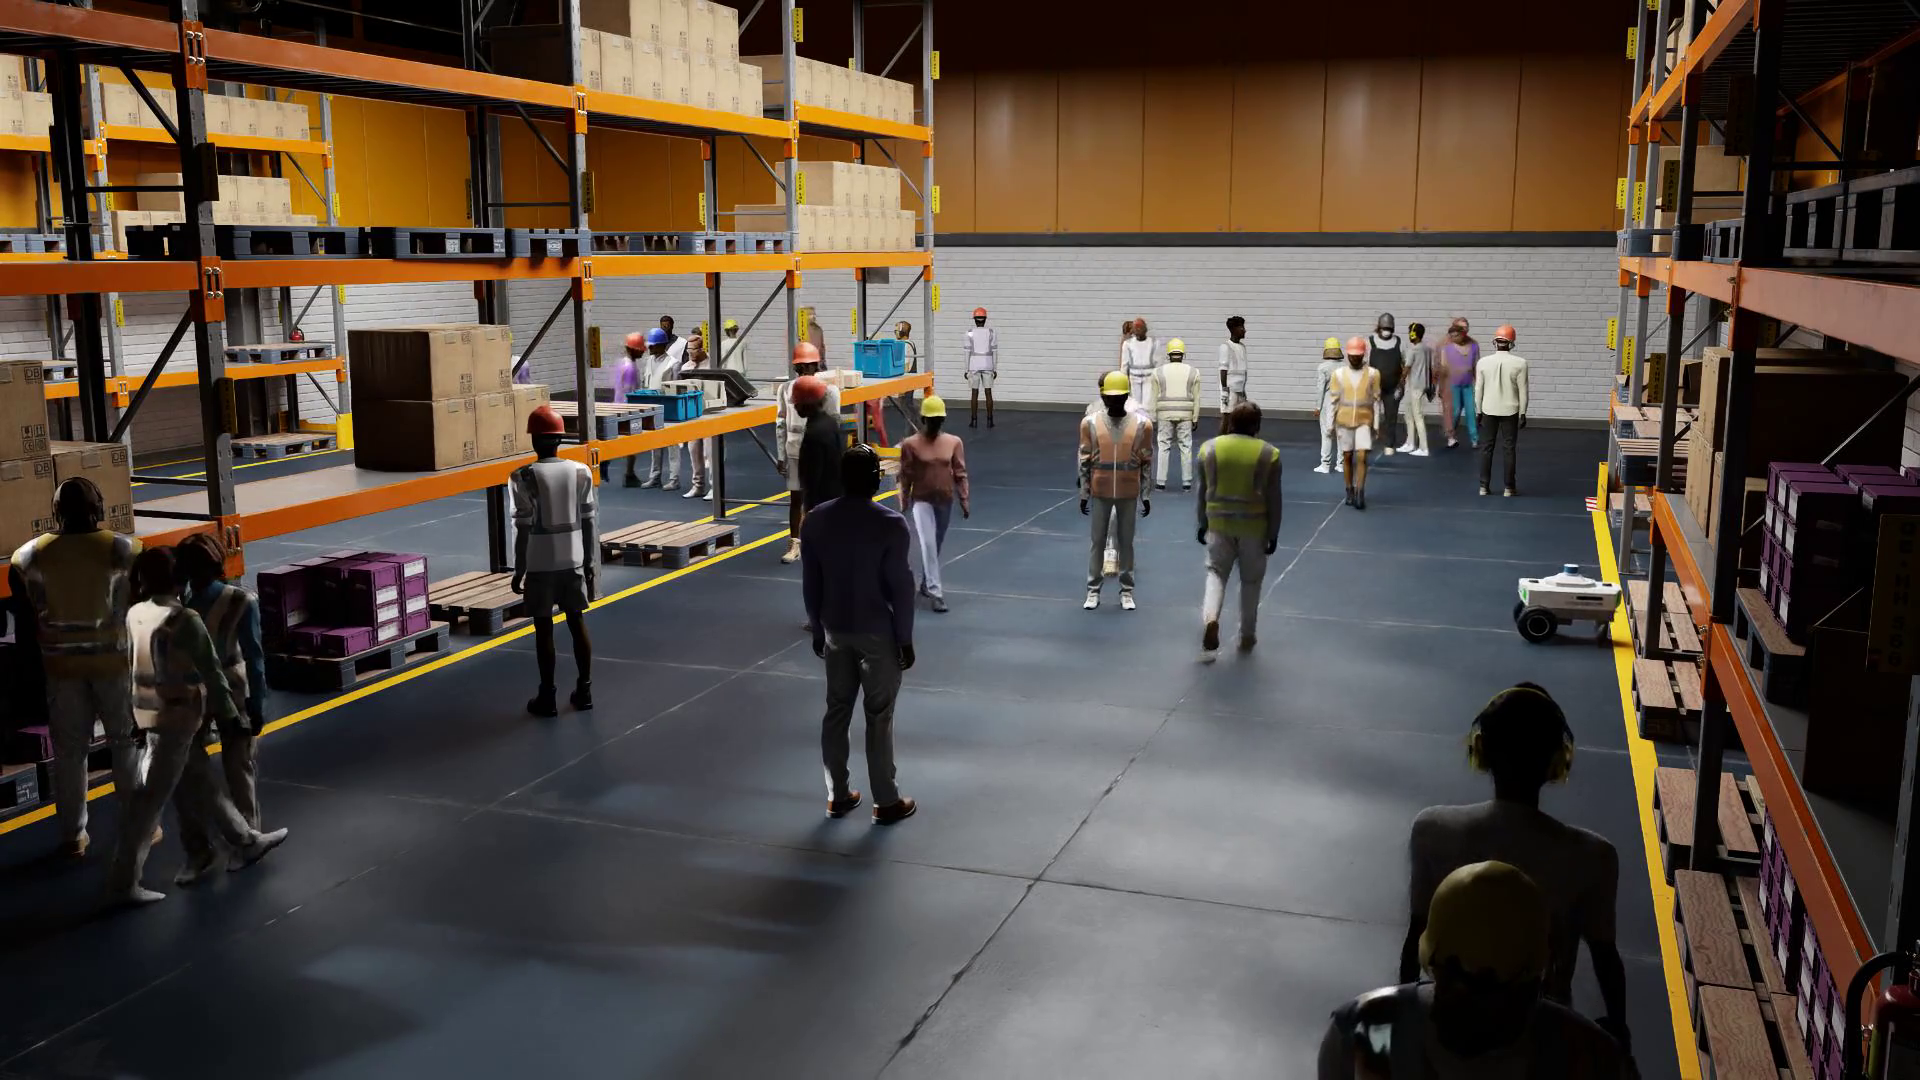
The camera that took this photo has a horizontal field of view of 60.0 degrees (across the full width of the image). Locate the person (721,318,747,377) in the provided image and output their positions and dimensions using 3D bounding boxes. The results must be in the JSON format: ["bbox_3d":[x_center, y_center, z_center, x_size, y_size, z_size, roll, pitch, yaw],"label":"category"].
[{"bbox_3d":[-3.619,-2.648,26.513,0.528,1.767,0.325,-10,14,-43],"label":"person"}]

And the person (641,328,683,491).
[{"bbox_3d":[-3.569,-1.558,19.876,0.602,1.941,0.402,6,12,31],"label":"person"}]

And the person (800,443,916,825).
[{"bbox_3d":[-0.502,0.475,8.431,0.627,1.940,0.372,5,11,26],"label":"person"}]

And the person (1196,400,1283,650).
[{"bbox_3d":[1.986,-0.083,11.888,0.637,1.828,0.672,4,11,20],"label":"person"}]

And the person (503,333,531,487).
[{"bbox_3d":[-5.425,-1.564,19.950,0.591,1.926,0.387,3,11,18],"label":"person"}]

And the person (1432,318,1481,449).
[{"bbox_3d":[7.169,-2.247,23.937,0.679,1.871,0.937,0,10,-1],"label":"person"}]

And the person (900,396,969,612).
[{"bbox_3d":[-0.212,-0.320,13.520,0.538,1.718,0.902,-4,11,-19],"label":"person"}]

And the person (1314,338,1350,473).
[{"bbox_3d":[4.790,-1.734,21.447,0.483,1.736,0.311,-3,11,-19],"label":"person"}]

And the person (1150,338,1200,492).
[{"bbox_3d":[2.550,-1.473,19.746,0.590,1.823,0.404,0,10,2],"label":"person"}]

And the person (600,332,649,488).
[{"bbox_3d":[-4.027,-1.544,19.903,0.645,1.903,0.594,-4,11,-22],"label":"person"}]

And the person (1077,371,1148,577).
[{"bbox_3d":[1.302,-0.579,14.697,0.653,1.821,0.573,8,13,39],"label":"person"}]

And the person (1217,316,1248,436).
[{"bbox_3d":[3.733,-2.070,22.684,0.361,1.965,0.613,7,12,35],"label":"person"}]

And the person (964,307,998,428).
[{"bbox_3d":[0.331,-2.761,26.671,0.543,1.934,0.368,-1,10,-3],"label":"person"}]

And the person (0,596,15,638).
[{"bbox_3d":[-6.753,0.029,11.698,0.525,1.670,0.805,2,10,9],"label":"person"}]

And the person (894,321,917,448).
[{"bbox_3d":[-0.780,-2.214,23.839,0.327,1.844,0.514,2,10,11],"label":"person"}]

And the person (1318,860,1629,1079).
[{"bbox_3d":[0.945,1.469,3.154,0.588,1.827,0.404,2,10,9],"label":"person"}]

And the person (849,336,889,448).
[{"bbox_3d":[-1.199,-1.898,22.387,0.539,1.731,0.652,4,11,22],"label":"person"}]

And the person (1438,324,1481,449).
[{"bbox_3d":[7.225,-2.221,24.023,0.631,1.805,0.543,-1,10,-6],"label":"person"}]

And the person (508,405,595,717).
[{"bbox_3d":[-2.552,0.129,10.385,0.551,1.935,0.375,-7,12,-36],"label":"person"}]

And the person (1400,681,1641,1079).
[{"bbox_3d":[1.397,1.269,4.185,0.538,1.859,0.413,7,12,35],"label":"person"}]

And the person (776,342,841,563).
[{"bbox_3d":[-1.396,-0.789,15.253,0.605,2.045,0.386,2,10,9],"label":"person"}]

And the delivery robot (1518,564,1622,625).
[{"bbox_3d":[4.529,0.423,12.358,0.707,0.478,0.477,2,10,13],"label":"delivery robot"}]

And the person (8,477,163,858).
[{"bbox_3d":[-4.155,0.611,7.968,0.626,1.836,0.428,-2,10,-12],"label":"person"}]

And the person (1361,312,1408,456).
[{"bbox_3d":[5.937,-2.231,23.387,0.693,2.000,0.795,1,10,7],"label":"person"}]

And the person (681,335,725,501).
[{"bbox_3d":[-2.986,-1.405,19.154,0.645,1.898,0.404,6,12,31],"label":"person"}]

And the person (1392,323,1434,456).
[{"bbox_3d":[6.296,-2.096,23.208,0.732,1.841,0.522,9,14,42],"label":"person"}]

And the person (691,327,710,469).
[{"bbox_3d":[-3.369,-1.875,21.917,0.400,1.853,0.529,-5,11,-28],"label":"person"}]

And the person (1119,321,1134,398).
[{"bbox_3d":[2.859,-2.904,28.291,0.308,1.645,0.514,2,10,12],"label":"person"}]

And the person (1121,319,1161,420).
[{"bbox_3d":[2.677,-2.342,24.549,0.601,1.837,0.924,2,10,10],"label":"person"}]

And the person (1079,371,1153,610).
[{"bbox_3d":[1.248,-0.391,13.342,0.589,1.928,0.386,1,10,6],"label":"person"}]

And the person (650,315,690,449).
[{"bbox_3d":[-4.181,-2.269,23.944,0.599,1.917,0.371,1,10,7],"label":"person"}]

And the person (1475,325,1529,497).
[{"bbox_3d":[6.314,-1.501,19.401,0.611,1.995,0.375,6,12,29],"label":"person"}]

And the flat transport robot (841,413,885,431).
[{"bbox_3d":[-1.895,-1.832,26.118,0.652,0.197,1.431,8,13,38],"label":"flat transport robot"}]

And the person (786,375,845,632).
[{"bbox_3d":[-1.031,-0.274,12.666,0.409,1.950,0.802,3,10,14],"label":"person"}]

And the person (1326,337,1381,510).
[{"bbox_3d":[4.350,-1.282,18.430,0.575,1.896,0.911,3,10,16],"label":"person"}]

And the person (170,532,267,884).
[{"bbox_3d":[-3.448,0.773,7.627,0.537,1.616,0.577,0,10,0],"label":"person"}]

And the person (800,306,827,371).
[{"bbox_3d":[-2.518,-3.001,28.148,0.426,1.895,0.649,8,13,38],"label":"person"}]

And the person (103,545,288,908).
[{"bbox_3d":[-3.516,0.814,7.515,0.516,1.582,0.909,9,13,41],"label":"person"}]
